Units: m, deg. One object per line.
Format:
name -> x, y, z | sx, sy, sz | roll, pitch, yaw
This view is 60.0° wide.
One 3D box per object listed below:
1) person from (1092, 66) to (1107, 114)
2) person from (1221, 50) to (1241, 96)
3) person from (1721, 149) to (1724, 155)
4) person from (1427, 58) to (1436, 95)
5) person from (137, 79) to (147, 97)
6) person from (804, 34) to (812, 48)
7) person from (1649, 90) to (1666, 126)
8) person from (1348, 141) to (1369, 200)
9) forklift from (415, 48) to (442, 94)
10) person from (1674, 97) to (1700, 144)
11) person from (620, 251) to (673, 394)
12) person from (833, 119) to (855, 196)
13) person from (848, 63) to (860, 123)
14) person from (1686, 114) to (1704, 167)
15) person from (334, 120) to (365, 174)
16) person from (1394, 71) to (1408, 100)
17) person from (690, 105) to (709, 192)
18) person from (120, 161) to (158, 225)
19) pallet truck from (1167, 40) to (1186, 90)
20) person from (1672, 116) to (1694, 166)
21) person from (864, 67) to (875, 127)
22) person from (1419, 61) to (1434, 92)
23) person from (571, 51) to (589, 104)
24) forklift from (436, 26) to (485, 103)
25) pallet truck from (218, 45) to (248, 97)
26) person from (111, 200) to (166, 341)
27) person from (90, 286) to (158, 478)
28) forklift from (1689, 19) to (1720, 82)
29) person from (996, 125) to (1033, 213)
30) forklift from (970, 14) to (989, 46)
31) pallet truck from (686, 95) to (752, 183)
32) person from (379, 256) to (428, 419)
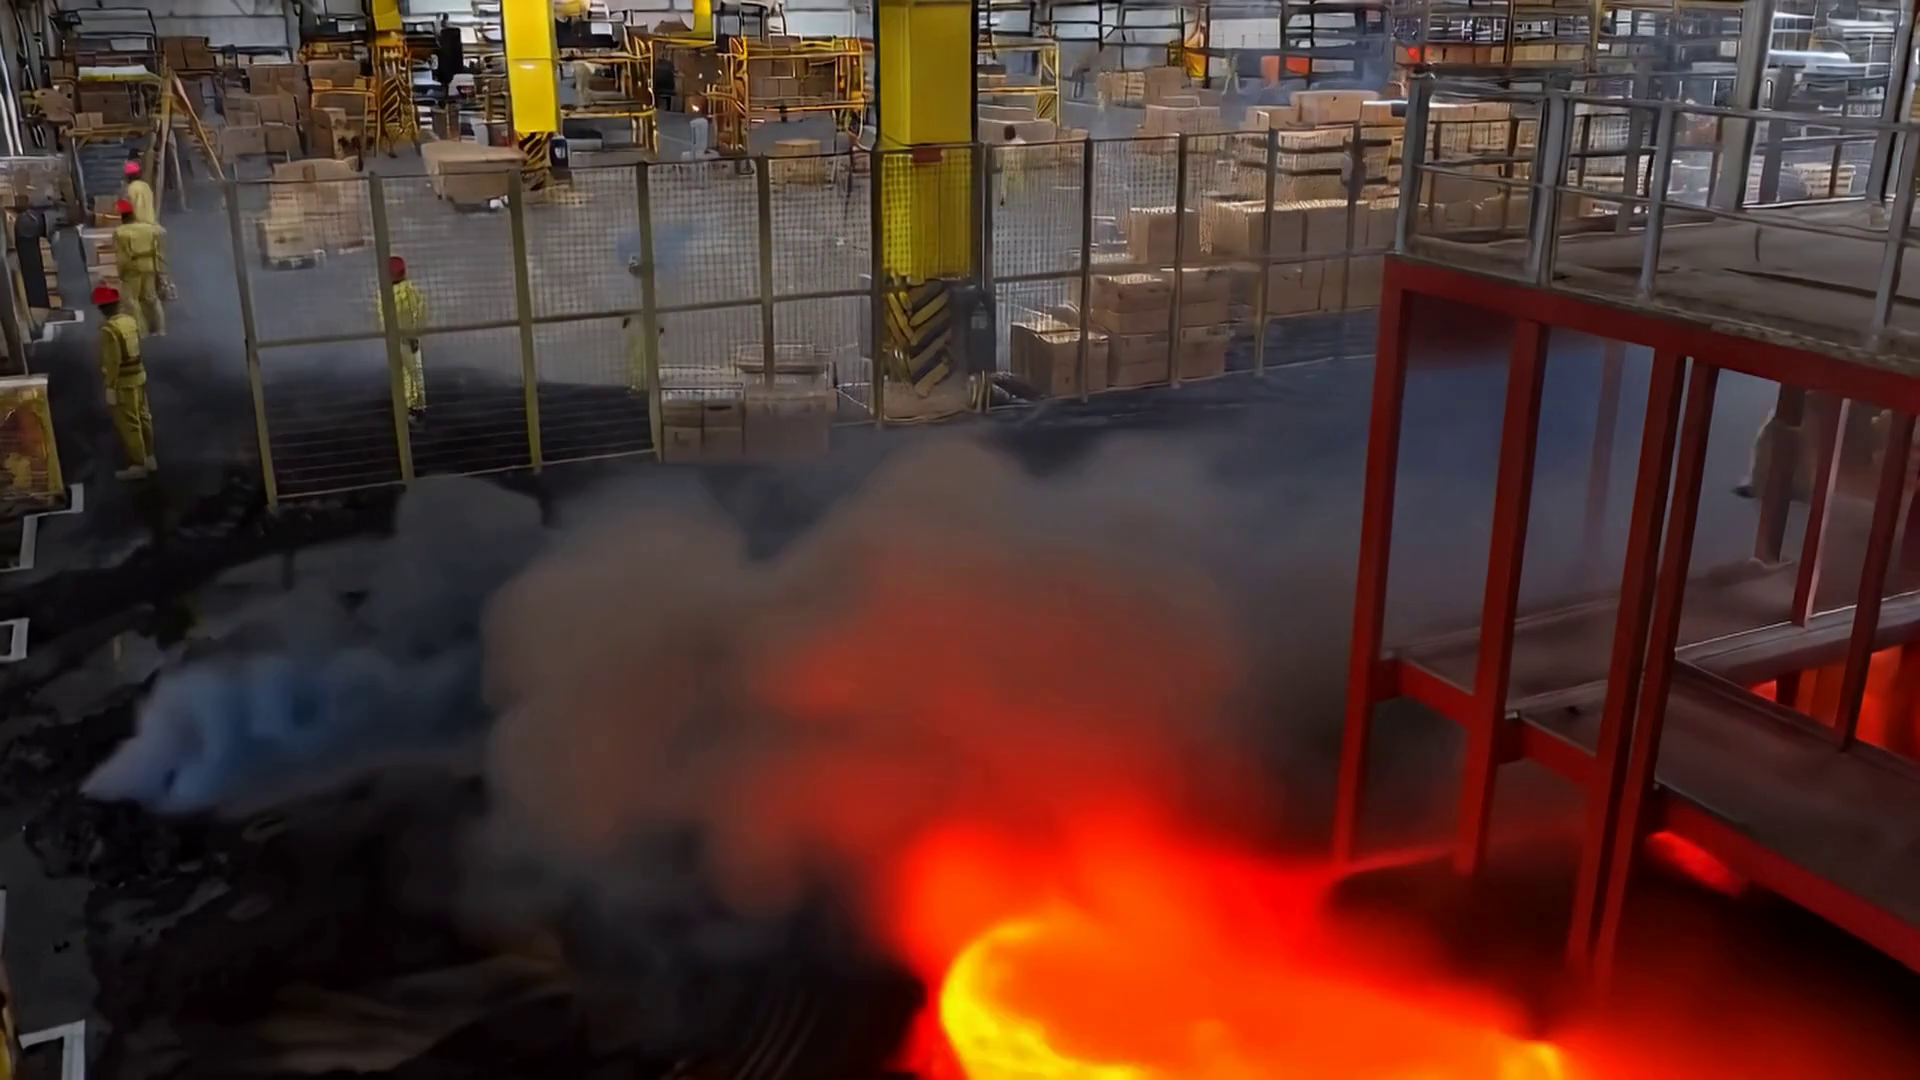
person -> 4.846, -15.756, 58.259 | 0.746, 1.610, 0.513 | -16, 25, -39
person -> 10.851, -18.539, 66.092 | 0.931, 1.784, 0.645 | -6, 20, -16
person -> 20.424, -10.819, 43.497 | 0.544, 1.914, 0.733 | -11, 22, -29
person -> 16.002, -15.345, 56.518 | 0.643, 1.976, 0.619 | 0, 19, 0
person -> -25.182, -13.422, 51.467 | 0.515, 1.634, 0.313 | 9, 21, 23
person -> -7.246, -22.910, 78.550 | 0.528, 1.915, 0.559 | -4, 20, -12
person -> 19.850, -11.970, 47.274 | 0.521, 1.617, 0.375 | 1, 19, 3
person -> 7.536, -6.688, 31.678 | 0.907, 1.816, 0.518 | 15, 24, 38
forklift -> -21.659, -19.254, 66.483 | 1.129, 2.768, 1.873 | 2, 19, 4
person -> 17.680, -9.806, 40.547 | 0.536, 1.911, 0.496 | 6, 20, 17
person -> -3.814, -2.686, 20.238 | 0.494, 1.700, 0.893 | 16, 24, 38
person -> -2.614, -8.621, 37.465 | 0.535, 1.694, 0.321 | 9, 21, 25
person -> -3.499, -14.686, 54.703 | 0.408, 1.918, 0.584 | 3, 19, 8
person -> 16.581, -8.748, 37.733 | 0.359, 1.771, 0.534 | -10, 21, -27
person -> -12.615, -7.698, 34.409 | 0.551, 1.934, 0.372 | -8, 21, -23
person -> 13.558, -13.495, 51.288 | 0.784, 1.892, 0.599 | 12, 22, 31
person -> -5.971, -8.946, 38.028 | 0.364, 1.938, 0.636 | 7, 20, 20
person -> -13.239, -5.114, 26.869 | 0.436, 1.975, 0.623 | 1, 19, 4
pallet truck -> 9.045, -19.971, 69.895 | 0.823, 1.965, 1.885 | -3, 19, -8
person -> 15.895, -8.432, 36.713 | 0.529, 1.822, 0.995 | -15, 24, -36
person -> -2.867, -14.270, 53.561 | 0.355, 1.876, 0.574 | -17, 26, -41
person -> 14.996, -14.482, 53.919 | 0.535, 2.000, 0.681 | 16, 25, 39
person -> -14.225, -17.317, 62.307 | 0.631, 1.920, 0.729 | -4, 19, -11
forklift -> -18.846, -17.774, 62.194 | 1.873, 2.768, 1.129 | 3, 19, 10
pallet truck -> -28.879, -18.665, 66.111 | 0.823, 1.965, 1.885 | -3, 19, -9
person -> -11.326, -3.712, 22.894 | 0.405, 1.917, 0.595 | 14, 24, 36
person -> -8.405, -1.593, 16.711 | 0.400, 1.938, 0.602 | 0, 19, 0
forklift -> 31.704, -20.732, 70.767 | 1.129, 2.768, 1.873 | -10, 21, -26
person -> 1.136, -7.799, 34.907 | 0.613, 1.812, 0.907 | 16, 24, 38
forklift -> 0.854, -23.231, 78.012 | 1.129, 2.768, 1.873 | -9, 21, -25
pallet truck -> -5.836, -9.608, 39.856 | 0.823, 1.965, 1.885 | 10, 22, 27
person -> -6.340, -2.301, 18.911 | 0.626, 1.844, 0.429 | 16, 25, 39
